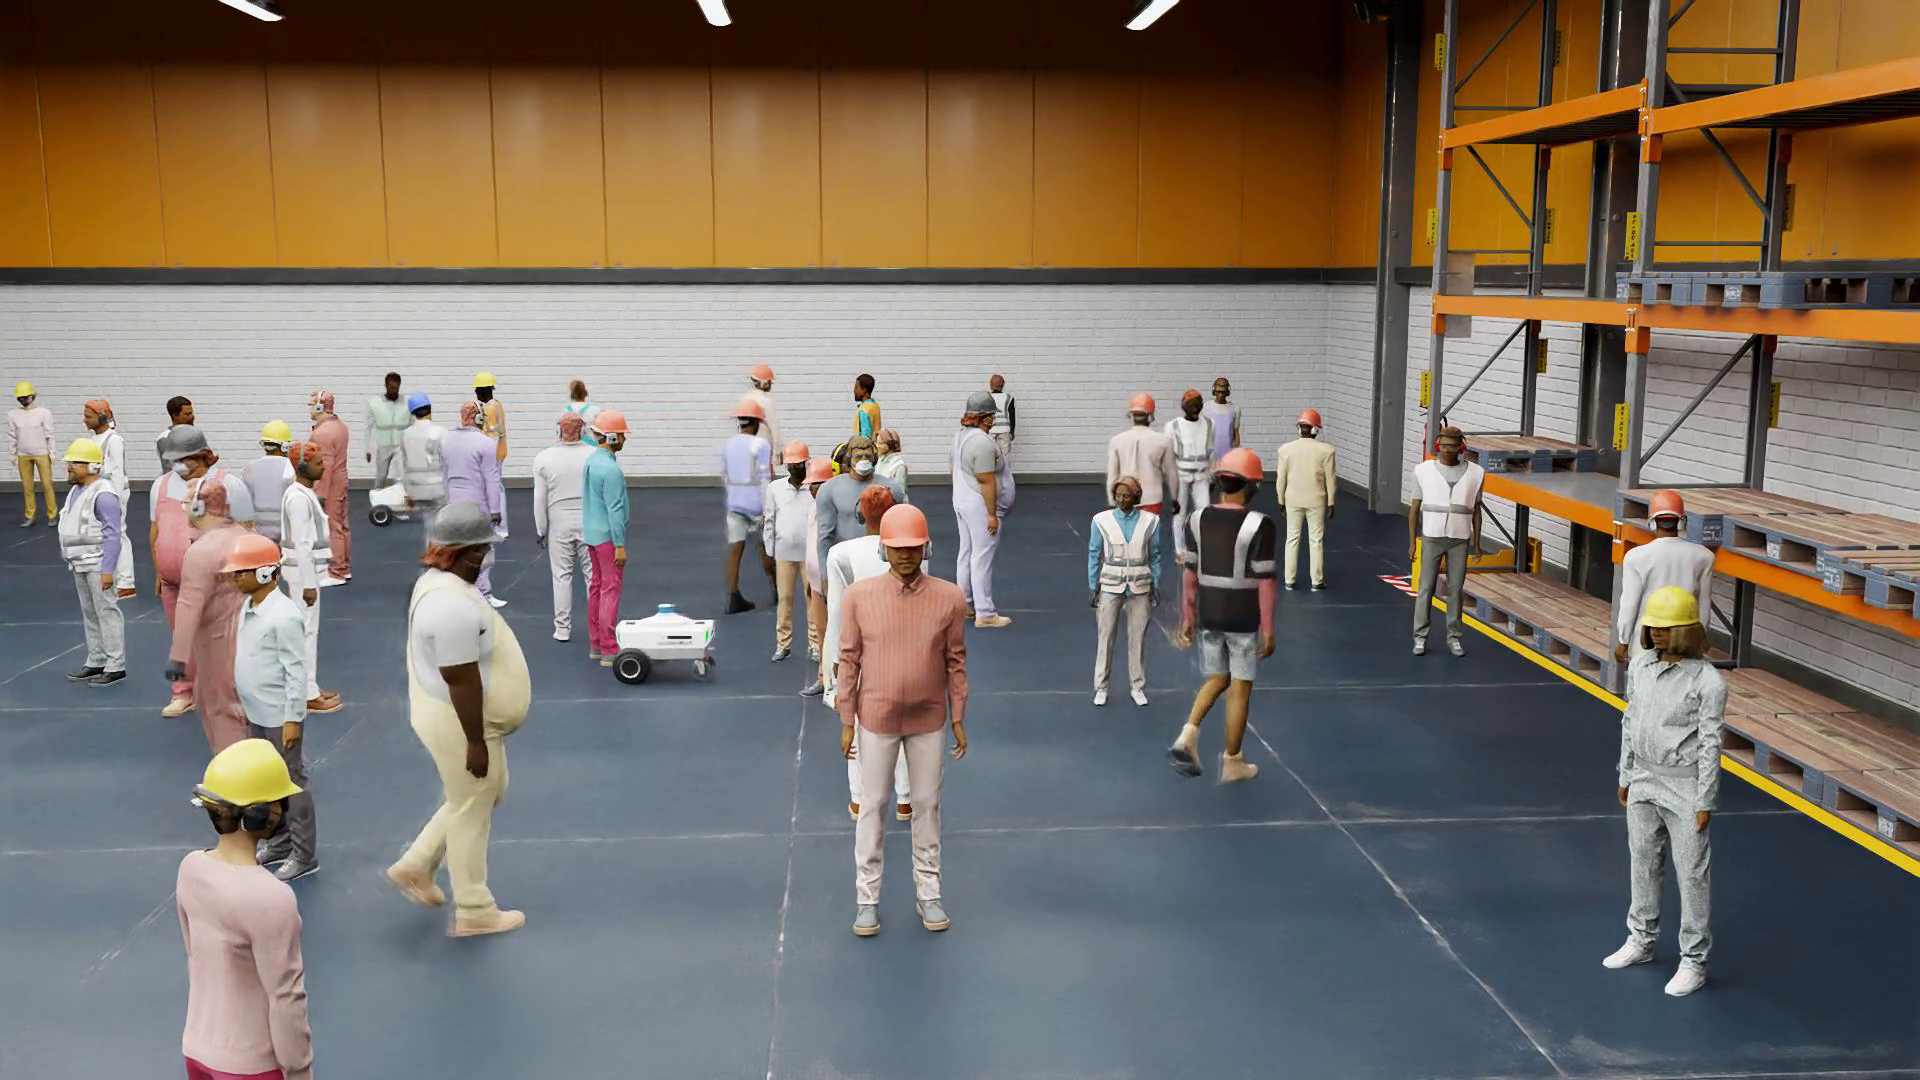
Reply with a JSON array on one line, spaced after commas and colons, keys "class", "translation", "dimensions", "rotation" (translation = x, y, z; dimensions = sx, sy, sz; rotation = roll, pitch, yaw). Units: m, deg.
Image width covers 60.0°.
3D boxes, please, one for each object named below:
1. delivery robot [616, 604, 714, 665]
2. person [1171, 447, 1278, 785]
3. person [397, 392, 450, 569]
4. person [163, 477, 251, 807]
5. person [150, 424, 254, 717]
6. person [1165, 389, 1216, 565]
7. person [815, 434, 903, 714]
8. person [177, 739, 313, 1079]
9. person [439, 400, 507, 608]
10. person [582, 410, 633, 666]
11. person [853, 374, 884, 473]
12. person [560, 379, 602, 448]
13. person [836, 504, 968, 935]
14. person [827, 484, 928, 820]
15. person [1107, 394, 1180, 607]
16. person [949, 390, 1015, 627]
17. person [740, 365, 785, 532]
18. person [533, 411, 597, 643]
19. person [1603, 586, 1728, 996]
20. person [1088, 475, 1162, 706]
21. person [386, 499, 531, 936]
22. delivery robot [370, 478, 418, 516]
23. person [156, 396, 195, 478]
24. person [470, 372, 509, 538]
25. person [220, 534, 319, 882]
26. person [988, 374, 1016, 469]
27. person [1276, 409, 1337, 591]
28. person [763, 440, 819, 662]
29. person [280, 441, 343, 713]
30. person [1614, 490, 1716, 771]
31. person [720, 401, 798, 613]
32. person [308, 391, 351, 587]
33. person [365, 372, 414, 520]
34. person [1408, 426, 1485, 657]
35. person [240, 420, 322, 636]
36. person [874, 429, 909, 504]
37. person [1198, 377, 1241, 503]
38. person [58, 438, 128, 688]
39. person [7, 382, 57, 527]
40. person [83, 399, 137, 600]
[{"class": "delivery robot", "translation": [-2.204, 0.725, 12.464], "dimensions": [0.707, 0.478, 0.477], "rotation": [0, 9, -3]}, {"class": "person", "translation": [1.575, 0.465, 9.809], "dimensions": [0.572, 2.022, 0.615], "rotation": [-8, 12, -43]}, {"class": "person", "translation": [-5.084, -0.467, 16.004], "dimensions": [0.654, 1.902, 0.442], "rotation": [4, 10, 25]}, {"class": "person", "translation": [-4.263, 0.589, 9.432], "dimensions": [0.503, 1.891, 0.670], "rotation": [-1, 9, -8]}, {"class": "person", "translation": [-5.197, 0.211, 11.332], "dimensions": [0.684, 2.000, 0.535], "rotation": [1, 9, 3]}, {"class": "person", "translation": [2.397, -0.611, 17.083], "dimensions": [0.599, 1.844, 0.900], "rotation": [-2, 9, -12]}, {"class": "person", "translation": [-0.683, 0.231, 11.530], "dimensions": [0.631, 1.940, 0.372], "rotation": [-3, 10, -21]}, {"class": "person", "translation": [-1.962, 1.420, 4.639], "dimensions": [0.522, 1.758, 0.349], "rotation": [7, 11, 36]}, {"class": "person", "translation": [-4.411, -0.321, 15.142], "dimensions": [0.646, 1.901, 0.394], "rotation": [5, 10, 29]}, {"class": "person", "translation": [-2.725, -0.018, 12.949], "dimensions": [0.406, 1.987, 0.614], "rotation": [-5, 10, -30]}, {"class": "person", "translation": [-1.042, -0.913, 18.765], "dimensions": [0.391, 1.922, 0.593], "rotation": [1, 9, 5]}, {"class": "person", "translation": [-4.385, -0.951, 19.335], "dimensions": [0.554, 1.819, 0.684], "rotation": [2, 9, 11]}, {"class": "person", "translation": [-0.261, 0.820, 7.649], "dimensions": [0.610, 1.996, 0.378], "rotation": [-2, 9, -10]}, {"class": "person", "translation": [-0.442, 0.626, 9.220], "dimensions": [0.575, 1.885, 0.355], "rotation": [0, 9, 2]}, {"class": "person", "translation": [1.690, -0.374, 15.347], "dimensions": [0.603, 1.938, 1.048], "rotation": [5, 10, 27]}, {"class": "person", "translation": [0.213, -0.279, 14.411], "dimensions": [0.535, 2.000, 0.674], "rotation": [-4, 10, -23]}, {"class": "person", "translation": [-2.246, -1.085, 19.679], "dimensions": [0.765, 1.969, 0.629], "rotation": [-6, 11, -33]}, {"class": "person", "translation": [-3.186, -0.108, 13.759], "dimensions": [0.648, 1.907, 0.401], "rotation": [-2, 9, -14]}, {"class": "person", "translation": [2.989, 1.048, 7.052], "dimensions": [0.343, 1.736, 0.484], "rotation": [-5, 10, -27]}, {"class": "person", "translation": [1.157, 0.357, 11.680], "dimensions": [0.523, 1.637, 0.311], "rotation": [0, 9, -2]}, {"class": "person", "translation": [-2.260, 0.806, 7.596], "dimensions": [0.596, 2.000, 0.690], "rotation": [-3, 10, -20]}, {"class": "delivery robot", "translation": [-6.791, -0.509, 20.210], "dimensions": [0.707, 0.478, 0.477], "rotation": [-3, 10, -17]}, {"class": "person", "translation": [-7.185, -0.368, 15.347], "dimensions": [0.391, 1.920, 0.587], "rotation": [-1, 9, -5]}, {"class": "person", "translation": [-5.397, -0.969, 19.100], "dimensions": [0.382, 1.924, 0.594], "rotation": [-2, 9, -12]}, {"class": "person", "translation": [-3.464, 0.834, 8.318], "dimensions": [0.343, 1.749, 0.573], "rotation": [-9, 12, -43]}, {"class": "person", "translation": [0.527, -1.503, 23.353], "dimensions": [0.513, 1.641, 0.307], "rotation": [0, 9, 0]}, {"class": "person", "translation": [3.327, -0.380, 15.966], "dimensions": [0.572, 1.742, 0.335], "rotation": [3, 10, 20]}, {"class": "person", "translation": [-1.264, 0.088, 13.006], "dimensions": [0.563, 1.751, 0.330], "rotation": [1, 9, 4]}, {"class": "person", "translation": [-4.526, 0.255, 11.552], "dimensions": [0.356, 1.881, 0.575], "rotation": [-3, 10, -20]}, {"class": "person", "translation": [4.208, 0.570, 9.987], "dimensions": [0.563, 1.748, 0.327], "rotation": [-1, 9, -3]}, {"class": "person", "translation": [-1.860, -0.316, 15.132], "dimensions": [0.565, 1.881, 0.978], "rotation": [5, 10, 27]}, {"class": "person", "translation": [-6.177, -0.501, 16.224], "dimensions": [0.406, 1.910, 0.636], "rotation": [-1, 9, -5]}, {"class": "person", "translation": [-7.163, -1.207, 20.878], "dimensions": [0.621, 1.854, 1.035], "rotation": [-5, 10, -28]}, {"class": "person", "translation": [3.856, 0.009, 13.223], "dimensions": [0.571, 1.840, 0.372], "rotation": [1, 9, 6]}, {"class": "person", "translation": [-5.621, -0.078, 13.798], "dimensions": [0.590, 1.833, 0.403], "rotation": [1, 9, 5]}, {"class": "person", "translation": [-0.627, -0.208, 15.262], "dimensions": [0.318, 1.629, 0.512], "rotation": [-5, 10, -30]}, {"class": "person", "translation": [3.029, -0.986, 19.483], "dimensions": [0.505, 1.840, 0.346], "rotation": [1, 9, 4]}, {"class": "person", "translation": [-6.408, 0.163, 12.272], "dimensions": [0.596, 1.837, 0.404], "rotation": [7, 12, 39]}, {"class": "person", "translation": [-11.124, -1.019, 19.946], "dimensions": [0.528, 1.760, 0.347], "rotation": [-1, 9, -8]}, {"class": "person", "translation": [-7.961, -0.376, 15.546], "dimensions": [0.583, 1.878, 0.356], "rotation": [8, 12, 42]}]
